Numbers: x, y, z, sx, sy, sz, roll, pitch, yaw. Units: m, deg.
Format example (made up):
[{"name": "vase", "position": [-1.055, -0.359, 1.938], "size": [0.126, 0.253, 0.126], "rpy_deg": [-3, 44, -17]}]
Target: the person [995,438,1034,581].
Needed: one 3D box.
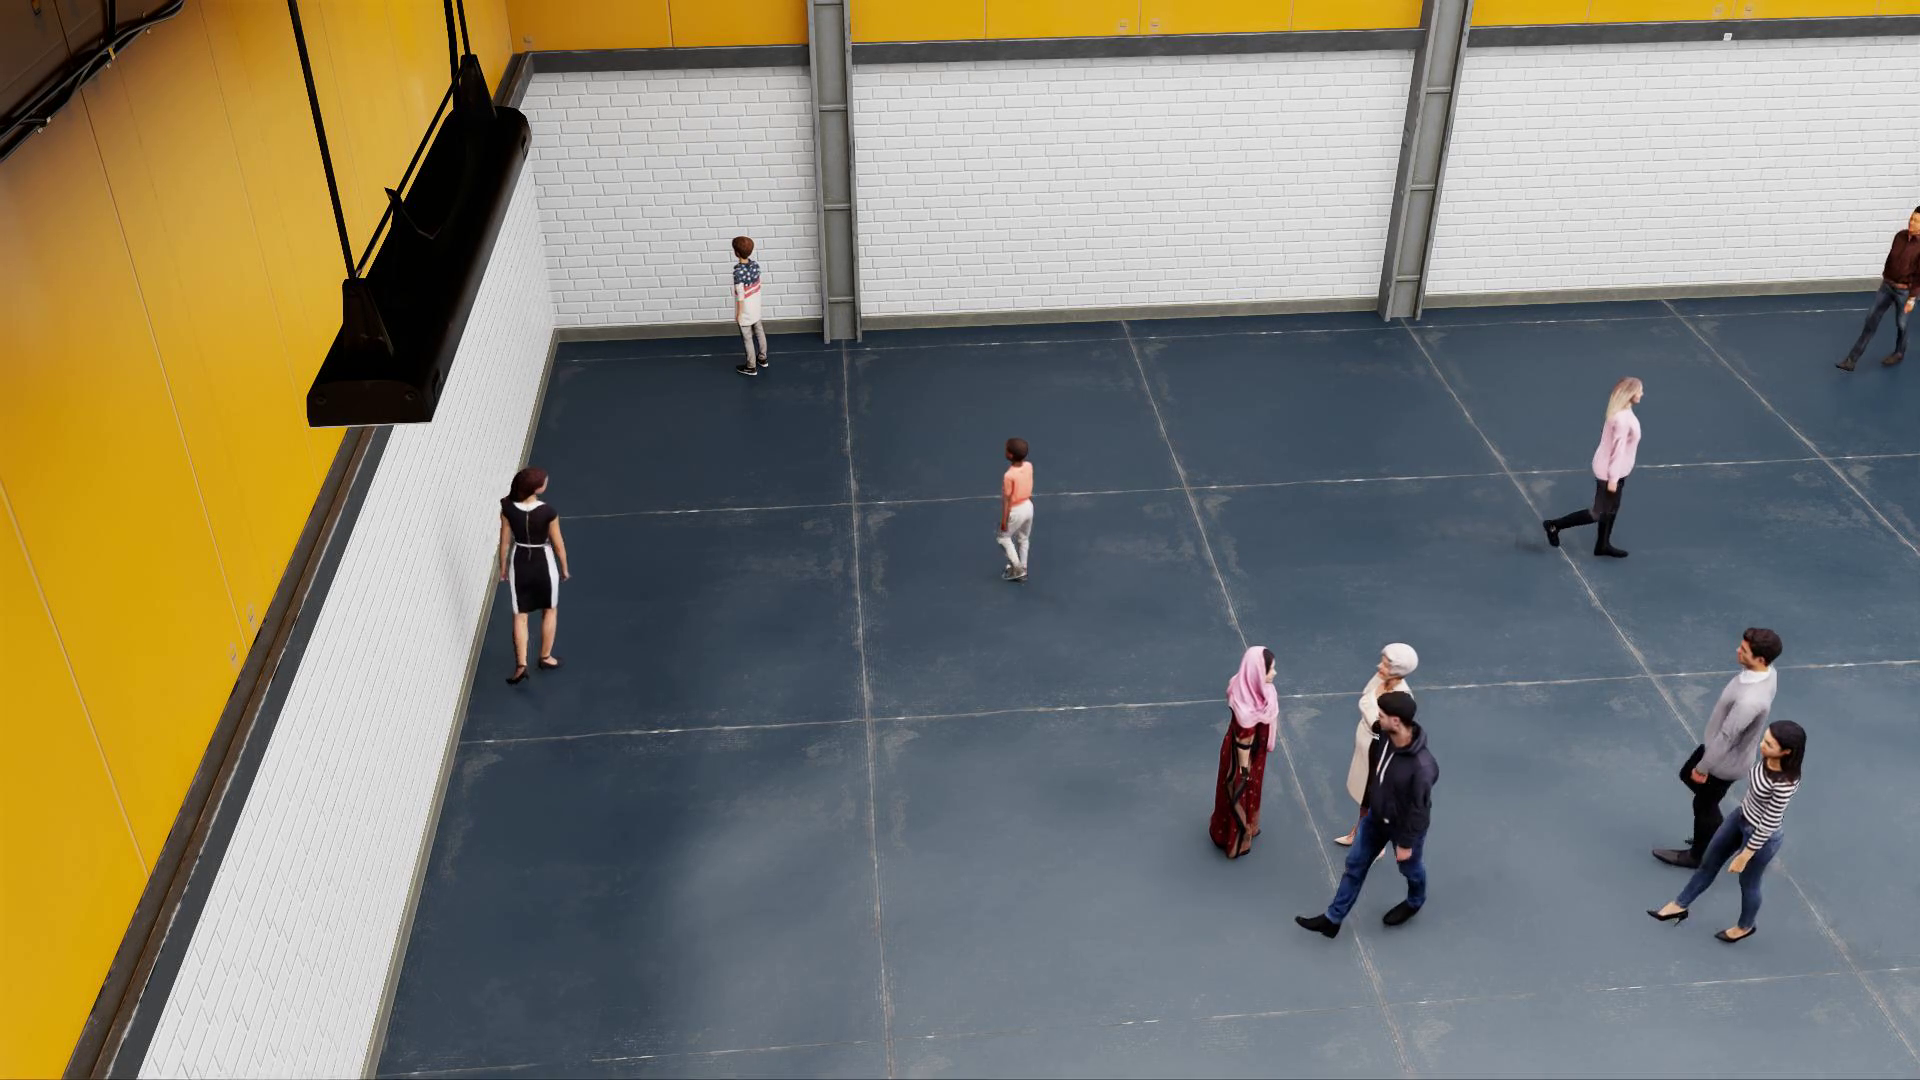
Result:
[{"name": "person", "position": [0.515, -0.217, 13.450], "size": [0.592, 1.301, 0.667], "rpy_deg": [-27, 42, -34]}]

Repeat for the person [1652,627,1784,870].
[{"name": "person", "position": [4.935, 1.370, 10.513], "size": [0.901, 1.910, 0.884], "rpy_deg": [16, 37, 22]}]

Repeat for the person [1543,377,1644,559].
[{"name": "person", "position": [5.263, -0.580, 13.659], "size": [1.049, 1.674, 0.848], "rpy_deg": [11, 35, 15]}]

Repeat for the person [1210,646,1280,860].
[{"name": "person", "position": [1.848, 1.346, 10.800], "size": [0.748, 1.633, 0.754], "rpy_deg": [12, 35, 17]}]

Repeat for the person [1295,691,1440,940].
[{"name": "person", "position": [2.749, 1.688, 10.111], "size": [1.209, 1.826, 0.922], "rpy_deg": [-13, 36, -19]}]

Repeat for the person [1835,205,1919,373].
[{"name": "person", "position": [9.340, -2.457, 16.432], "size": [1.241, 1.731, 0.926], "rpy_deg": [-14, 36, -20]}]

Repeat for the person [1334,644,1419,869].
[{"name": "person", "position": [2.701, 1.379, 10.639], "size": [0.530, 1.755, 0.635], "rpy_deg": [-5, 34, -8]}]

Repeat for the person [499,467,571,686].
[{"name": "person", "position": [-3.181, 0.278, 12.286], "size": [0.617, 1.766, 0.788], "rpy_deg": [-5, 34, -8]}]

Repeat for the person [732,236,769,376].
[{"name": "person", "position": [-2.106, -2.344, 16.526], "size": [0.624, 1.439, 0.586], "rpy_deg": [19, 38, 26]}]

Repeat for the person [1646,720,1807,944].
[{"name": "person", "position": [4.848, 1.800, 9.990], "size": [0.930, 1.773, 0.748], "rpy_deg": [5, 34, 8]}]
